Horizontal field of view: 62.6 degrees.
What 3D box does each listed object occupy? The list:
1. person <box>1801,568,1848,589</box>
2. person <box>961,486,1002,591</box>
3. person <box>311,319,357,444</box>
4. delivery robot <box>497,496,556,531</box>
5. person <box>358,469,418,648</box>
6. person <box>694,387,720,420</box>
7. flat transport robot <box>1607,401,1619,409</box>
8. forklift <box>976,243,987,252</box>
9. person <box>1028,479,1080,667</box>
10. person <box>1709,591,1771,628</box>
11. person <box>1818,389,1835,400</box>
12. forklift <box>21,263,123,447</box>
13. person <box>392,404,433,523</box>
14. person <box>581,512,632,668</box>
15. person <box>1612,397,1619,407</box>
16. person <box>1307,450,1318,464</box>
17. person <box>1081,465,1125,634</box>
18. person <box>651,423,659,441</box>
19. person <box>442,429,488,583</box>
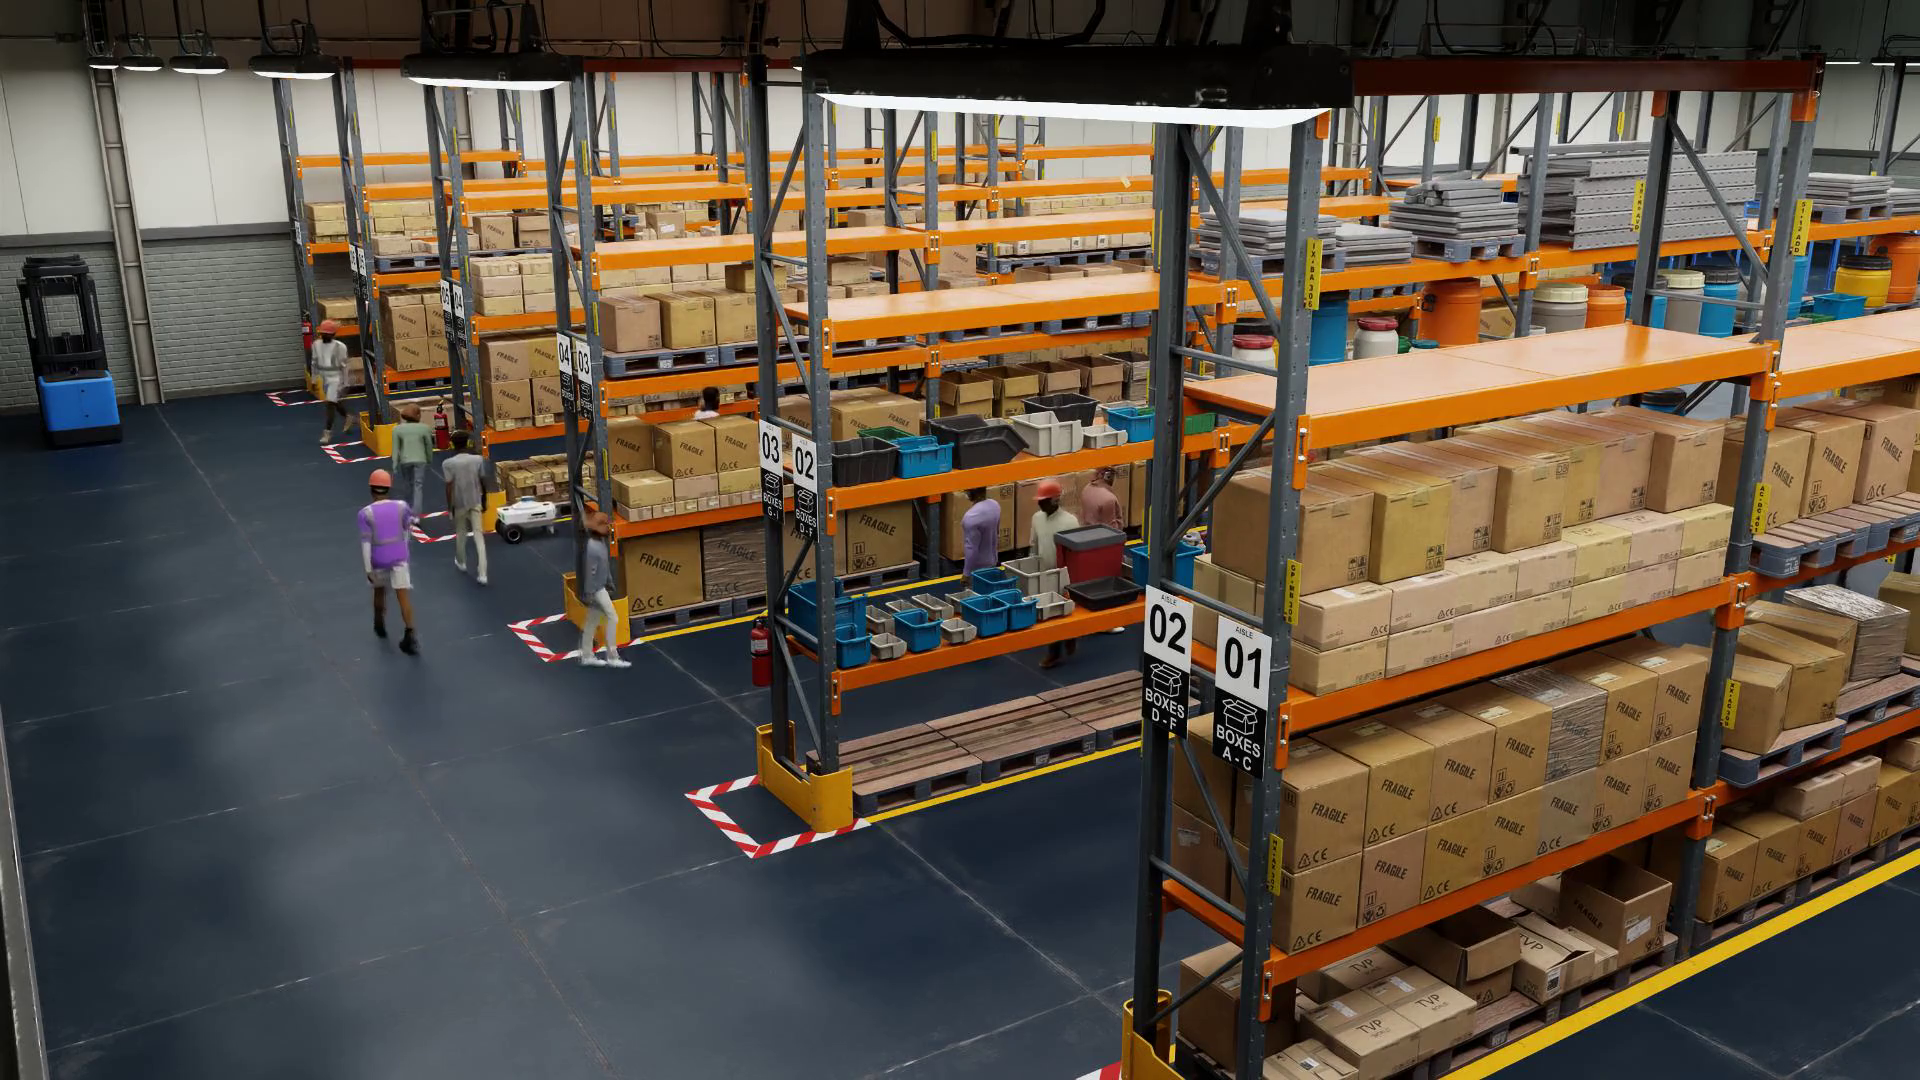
[{"bbox_3d":[9.961,-0.223,17.960,0.985,1.891,0.565,-13,22,-37],"label":"person"},{"bbox_3d":[0.195,0.262,16.277,0.373,1.936,0.629,8,19,25],"label":"person"},{"bbox_3d":[-10.165,-2.617,25.641,0.658,1.997,0.944,5,18,15],"label":"person"},{"bbox_3d":[-5.619,-0.331,20.465,0.707,0.478,0.477,-9,19,-26],"label":"delivery robot"},{"bbox_3d":[-6.016,0.196,16.616,0.534,1.885,1.007,-11,20,-31],"label":"person"},{"bbox_3d":[-3.241,-1.077,20.699,0.450,1.907,0.603,-12,21,-35],"label":"person"},{"bbox_3d":[12.079,-2.383,27.829,1.431,0.197,0.652,-14,22,-39],"label":"flat transport robot"},{"bbox_3d":[0.988,-5.474,34.718,1.214,2.155,2.313,-10,20,-31],"label":"forklift"},{"bbox_3d":[0.940,0.343,15.942,0.431,1.974,0.643,-16,23,-42],"label":"person"},{"bbox_3d":[7.484,0.751,15.202,0.529,1.613,0.660,10,20,30],"label":"person"},{"bbox_3d":[15.300,-3.172,27.509,0.607,1.950,0.378,-2,17,-6],"label":"person"},{"bbox_3d":[-14.518,-3.079,25.708,1.129,2.768,1.873,-10,20,-31],"label":"forklift"},{"bbox_3d":[-7.328,-1.040,21.148,0.520,1.579,0.834,-3,17,-9],"label":"person"},{"bbox_3d":[-3.606,0.501,16.038,0.638,1.599,0.524,-3,17,-9],"label":"person"},{"bbox_3d":[11.877,-3.198,27.691,0.936,1.904,0.547,-6,18,-18],"label":"person"},{"bbox_3d":[3.803,-0.120,17.566,0.604,1.911,0.547,-12,21,-34],"label":"person"},{"bbox_3d":[1.552,0.053,17.014,0.410,1.906,0.642,-6,18,-19],"label":"person"},{"bbox_3d":[-4.852,-2.218,24.529,0.606,1.859,0.774,15,22,40],"label":"person"},{"bbox_3d":[-5.846,-0.423,18.734,0.525,1.818,1.002,-9,19,-28],"label":"person"}]
